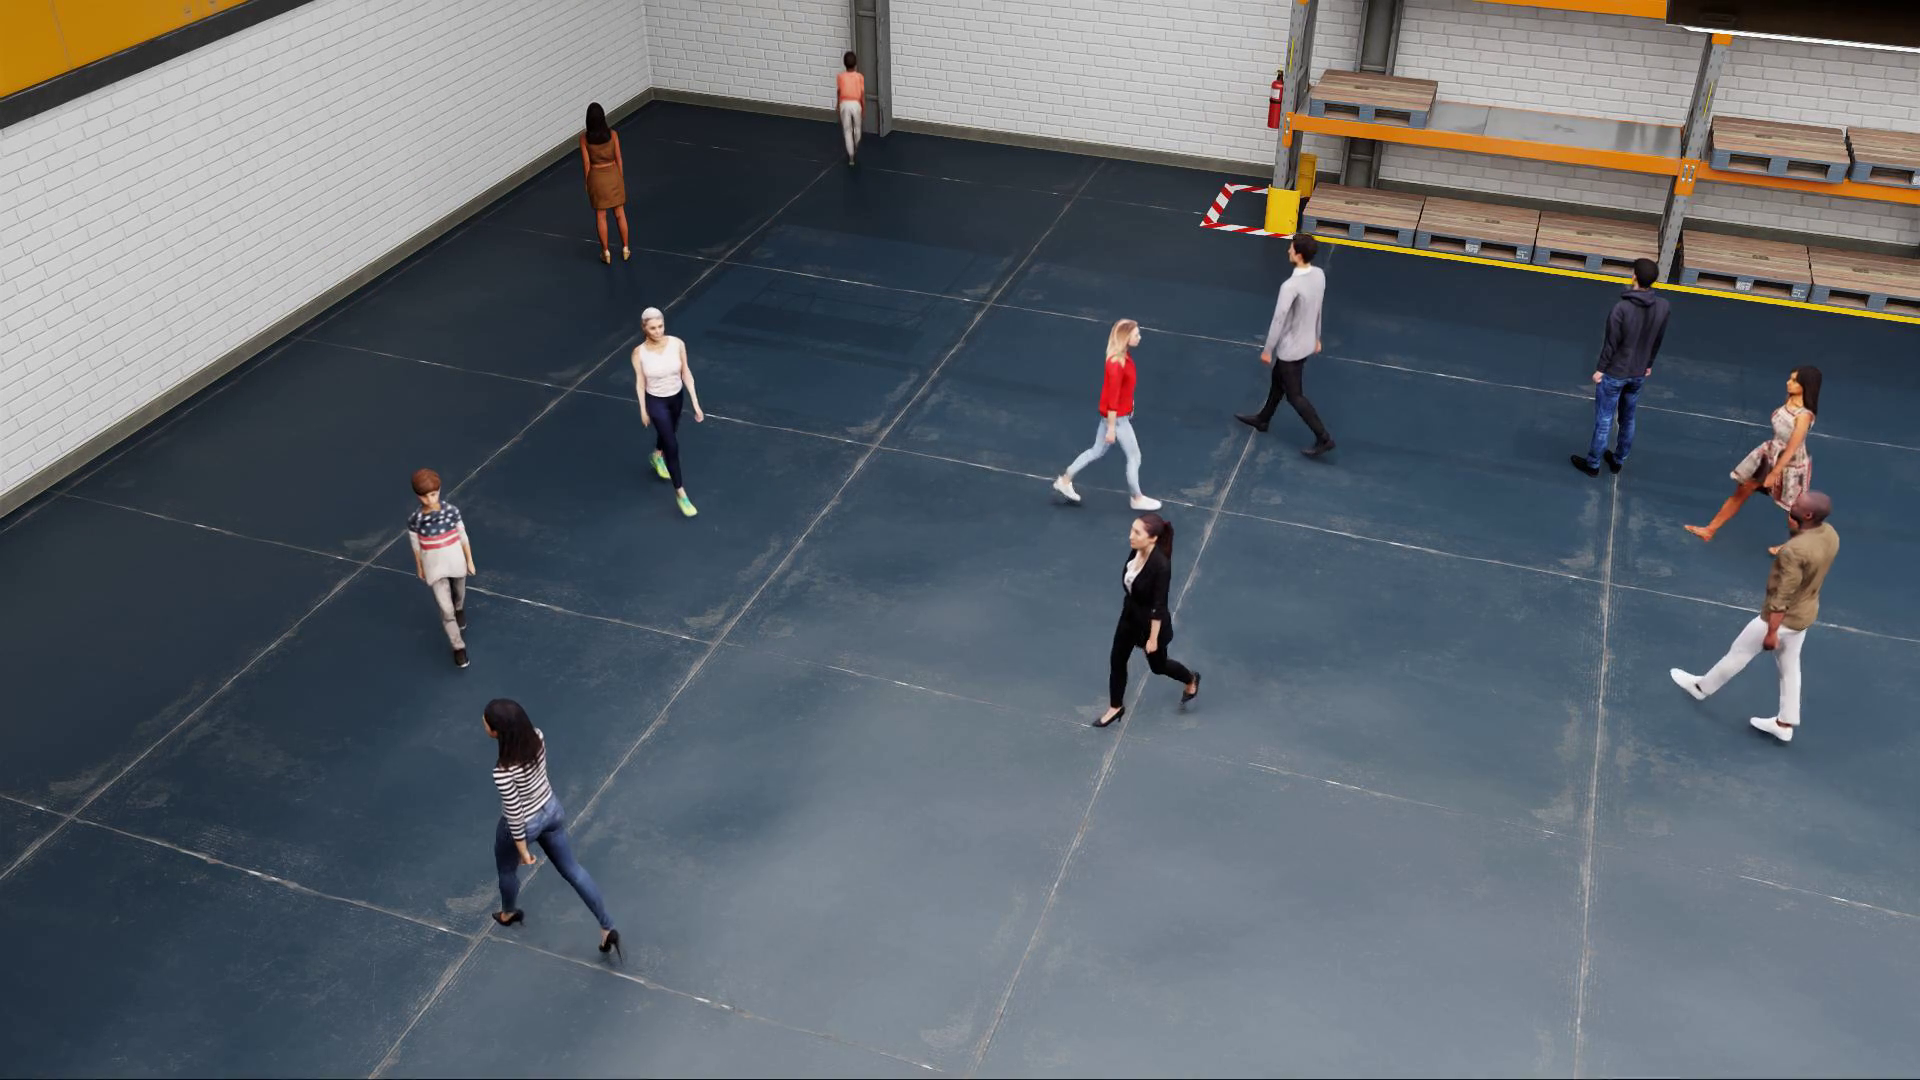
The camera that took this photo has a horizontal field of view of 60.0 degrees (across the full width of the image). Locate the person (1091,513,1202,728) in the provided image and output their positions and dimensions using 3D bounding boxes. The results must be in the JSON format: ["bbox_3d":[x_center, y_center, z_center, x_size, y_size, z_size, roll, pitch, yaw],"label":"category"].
[{"bbox_3d":[1.288,0.534,10.809,1.092,1.631,1.039,-15,36,-21],"label":"person"}]

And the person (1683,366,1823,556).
[{"bbox_3d":[6.259,-0.546,12.465,1.172,1.597,0.857,2,34,2],"label":"person"}]

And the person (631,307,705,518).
[{"bbox_3d":[-2.376,-1.105,13.246,1.062,1.663,1.240,-21,39,-28],"label":"person"}]

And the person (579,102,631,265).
[{"bbox_3d":[-3.645,-3.664,17.072,0.637,1.690,0.702,-13,36,-19],"label":"person"}]

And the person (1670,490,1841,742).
[{"bbox_3d":[5.366,0.526,10.676,1.105,1.791,1.245,-23,40,-31],"label":"person"}]

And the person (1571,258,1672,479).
[{"bbox_3d":[5.375,-1.377,13.446,0.717,1.894,0.821,-8,35,-12],"label":"person"}]

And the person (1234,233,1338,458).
[{"bbox_3d":[2.854,-1.581,13.744,1.336,1.904,0.969,22,39,29],"label":"person"}]

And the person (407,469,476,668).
[{"bbox_3d":[-3.615,0.119,11.638,0.915,1.404,0.982,-14,36,-20],"label":"person"}]

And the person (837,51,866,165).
[{"bbox_3d":[-1.287,-5.048,19.529,0.866,1.275,0.779,-3,34,-5],"label":"person"}]

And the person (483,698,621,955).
[{"bbox_3d":[-2.240,1.601,9.095,1.138,1.751,0.670,14,36,20],"label":"person"}]

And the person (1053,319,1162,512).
[{"bbox_3d":[1.134,-0.963,13.027,1.168,1.668,0.803,3,34,4],"label":"person"}]
